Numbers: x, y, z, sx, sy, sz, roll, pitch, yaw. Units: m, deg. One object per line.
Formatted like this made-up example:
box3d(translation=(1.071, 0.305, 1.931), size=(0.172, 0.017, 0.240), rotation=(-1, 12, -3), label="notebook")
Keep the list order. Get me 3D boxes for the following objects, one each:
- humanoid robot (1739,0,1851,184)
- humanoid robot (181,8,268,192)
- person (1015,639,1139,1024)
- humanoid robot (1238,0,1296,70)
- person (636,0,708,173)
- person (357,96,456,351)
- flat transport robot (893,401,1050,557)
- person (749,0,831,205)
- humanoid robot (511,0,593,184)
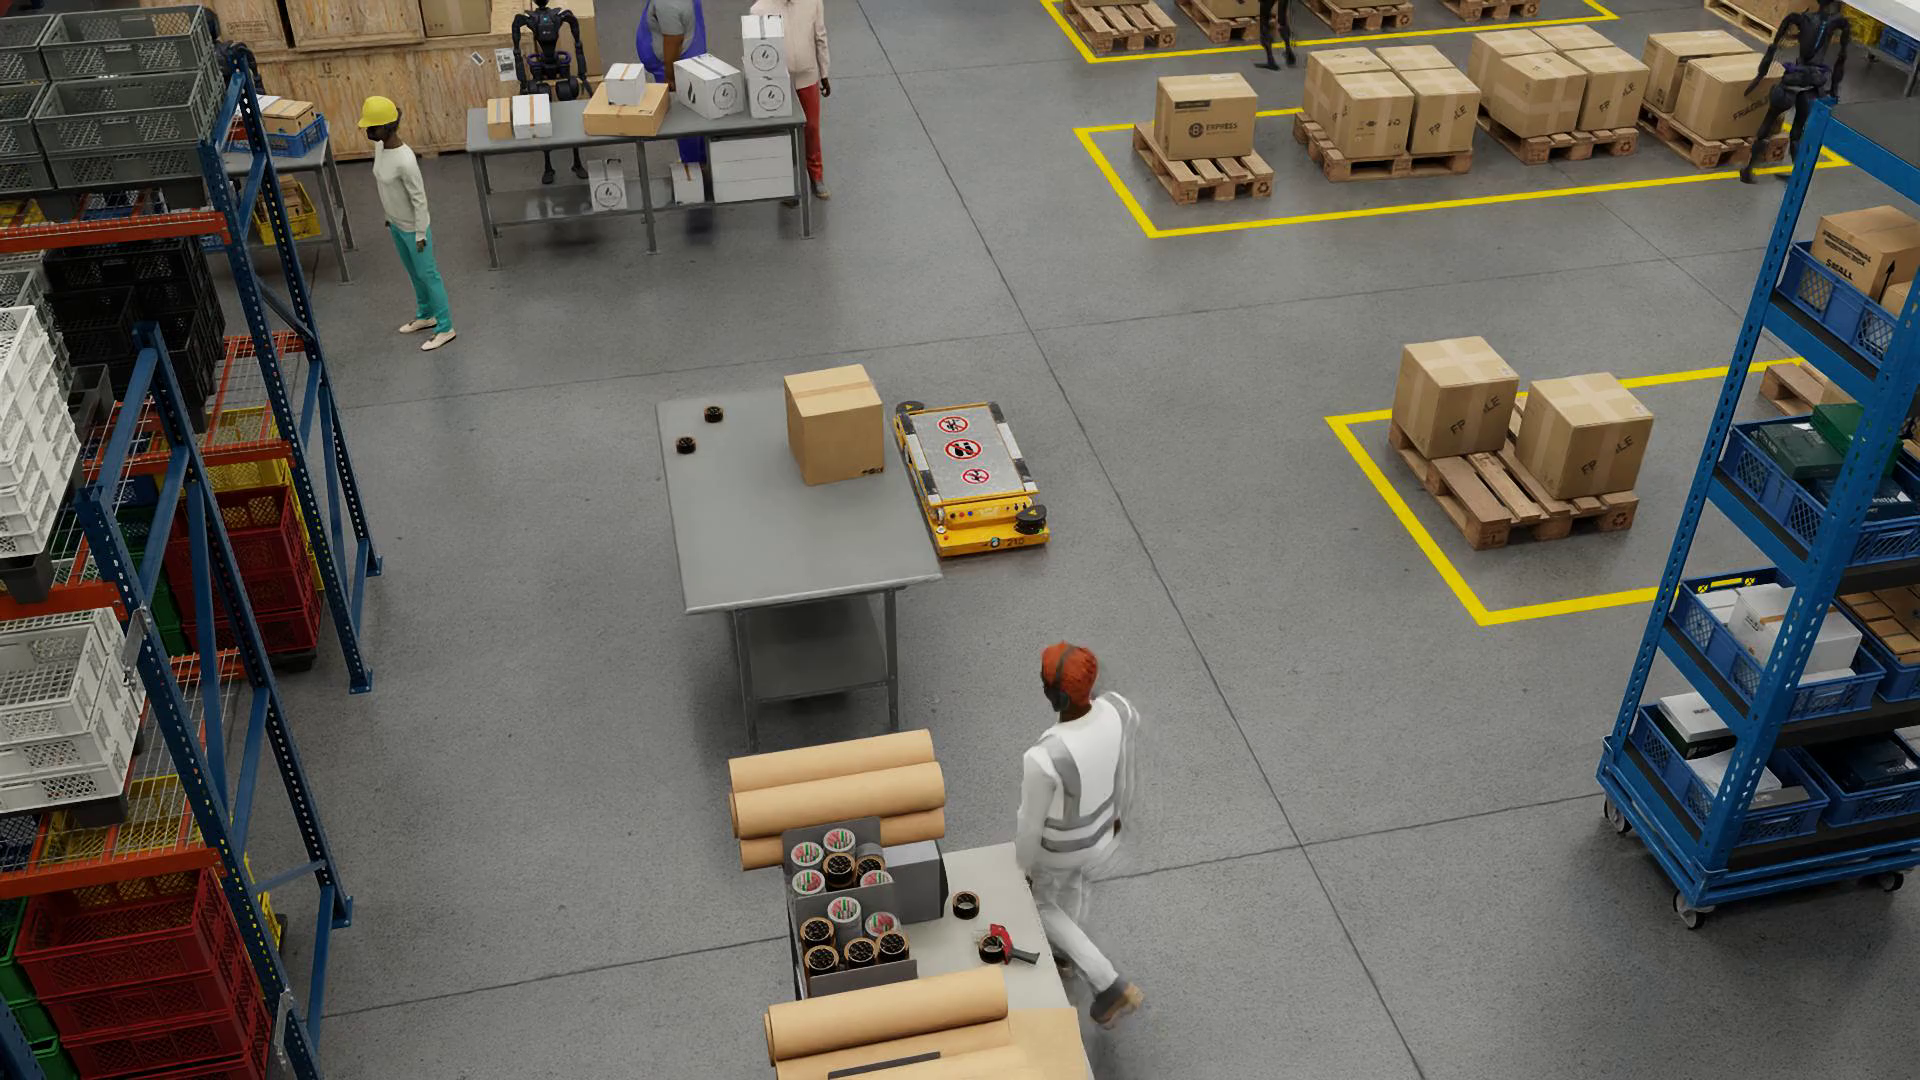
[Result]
box3d(translation=(6.697, -3.664, 13.308), size=(0.674, 1.637, 0.396), rotation=(2, 37, 3), label="humanoid robot")
box3d(translation=(-5.555, -3.238, 12.715), size=(0.616, 1.656, 0.309), rotation=(-14, 39, -18), label="humanoid robot")
box3d(translation=(0.476, 1.186, 6.621), size=(0.615, 1.867, 0.589), rotation=(26, 44, 31), label="person")
box3d(translation=(2.898, -5.179, 15.354), size=(0.647, 1.632, 0.387), rotation=(-22, 42, -26), label="humanoid robot")
box3d(translation=(-2.277, -3.791, 13.166), size=(0.536, 2.000, 0.687), rotation=(5, 37, 7), label="person")
box3d(translation=(-3.724, -2.121, 11.149), size=(0.310, 1.767, 0.532), rotation=(-27, 44, -31), label="person")
box3d(translation=(0.046, -0.430, 10.108), size=(0.652, 0.197, 1.431), rotation=(-8, 37, -10), label="flat transport robot")
box3d(translation=(-1.306, -3.586, 12.940), size=(0.616, 1.990, 0.394), rotation=(-14, 39, -19), label="person")
box3d(translation=(-3.254, -3.675, 13.301), size=(0.590, 1.657, 0.327), rotation=(-12, 38, -15), label="humanoid robot")
